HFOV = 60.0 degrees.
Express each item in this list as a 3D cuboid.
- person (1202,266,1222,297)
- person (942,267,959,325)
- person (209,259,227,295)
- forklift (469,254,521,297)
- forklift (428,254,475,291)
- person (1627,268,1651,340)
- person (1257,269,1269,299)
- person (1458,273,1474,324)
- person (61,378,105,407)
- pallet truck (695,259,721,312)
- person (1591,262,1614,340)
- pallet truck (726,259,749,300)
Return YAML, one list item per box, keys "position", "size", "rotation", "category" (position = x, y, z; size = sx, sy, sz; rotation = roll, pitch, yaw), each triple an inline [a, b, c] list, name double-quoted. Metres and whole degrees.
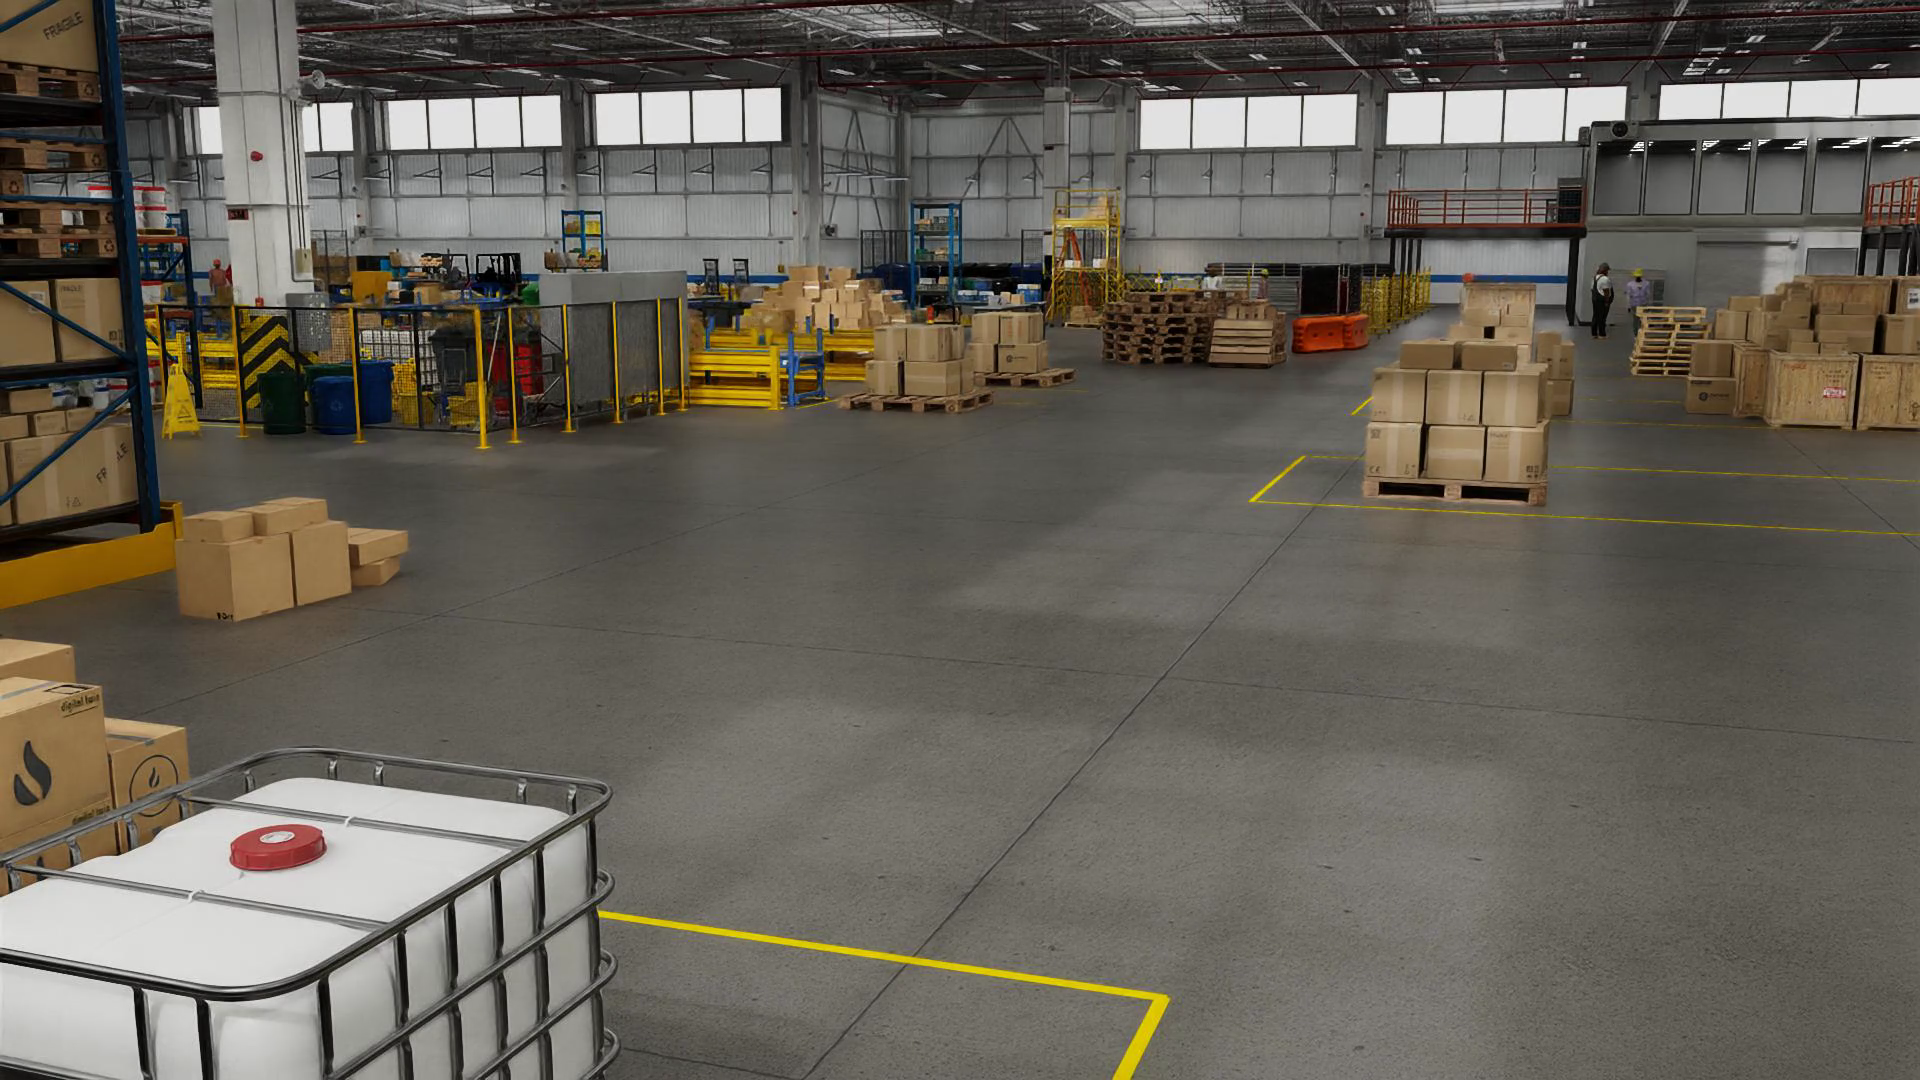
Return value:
- position: [7.443, -7.159, 49.270]
  size: [0.578, 1.859, 0.752]
  rotation: [3, 11, 17]
  category: "person"
- position: [-0.289, -7.292, 50.028]
  size: [0.503, 1.856, 0.428]
  rotation: [7, 12, 36]
  category: "person"
- position: [-26.429, -9.005, 59.276]
  size: [0.381, 1.996, 0.608]
  rotation: [10, 14, 44]
  category: "person"
- position: [-17.990, -10.121, 64.684]
  size: [1.157, 1.987, 2.680]
  rotation: [3, 11, 17]
  category: "forklift"
- position: [-20.133, -10.254, 65.465]
  size: [1.157, 1.987, 2.680]
  rotation: [3, 11, 19]
  category: "forklift"
- position: [17.703, -6.123, 43.344]
  size: [0.612, 1.883, 0.849]
  rotation: [3, 11, 16]
  category: "person"
- position: [9.276, -7.394, 50.881]
  size: [0.335, 1.757, 0.520]
  rotation: [-2, 10, -10]
  category: "person"
- position: [10.951, -4.811, 35.971]
  size: [0.978, 1.882, 0.567]
  rotation: [-7, 12, -35]
  category: "person"
- position: [-11.383, -2.117, 21.463]
  size: [0.532, 1.660, 0.727]
  rotation: [1, 10, 7]
  category: "person"
- position: [-9.165, -9.627, 62.776]
  size: [0.823, 1.965, 1.885]
  rotation: [4, 11, 23]
  category: "pallet truck"
- position: [17.065, -6.337, 44.124]
  size: [0.538, 2.000, 0.685]
  rotation: [-2, 10, -11]
  category: "person"
- position: [-7.986, -9.493, 62.019]
  size: [0.823, 1.965, 1.885]
  rotation: [3, 11, 17]
  category: "pallet truck"
